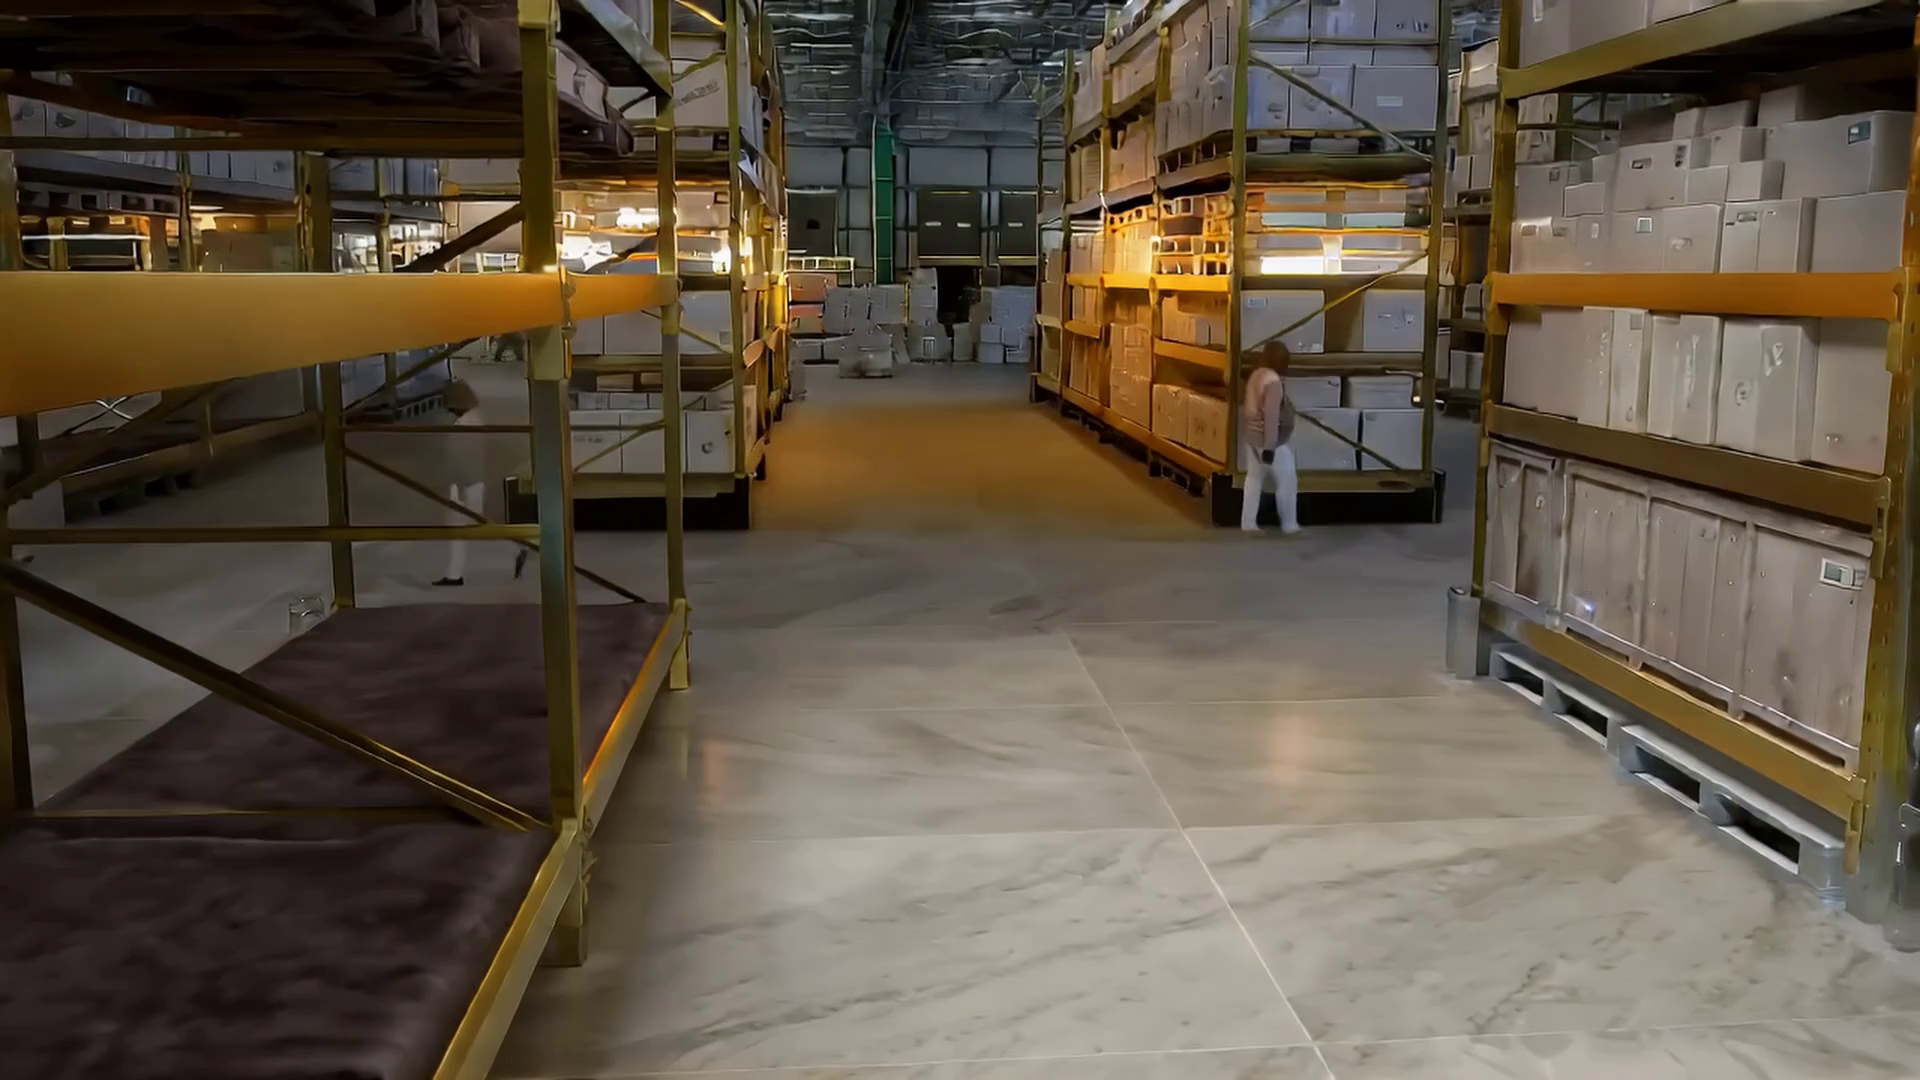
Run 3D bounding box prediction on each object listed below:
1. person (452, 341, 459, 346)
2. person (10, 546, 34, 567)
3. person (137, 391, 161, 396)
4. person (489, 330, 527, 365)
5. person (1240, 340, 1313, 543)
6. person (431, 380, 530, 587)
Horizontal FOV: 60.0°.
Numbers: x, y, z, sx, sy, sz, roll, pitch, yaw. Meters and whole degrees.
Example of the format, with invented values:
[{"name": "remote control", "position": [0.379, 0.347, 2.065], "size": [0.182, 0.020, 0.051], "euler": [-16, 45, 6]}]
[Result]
[{"name": "person", "position": [-16.955, -7.464, 55.944], "size": [0.356, 1.938, 0.638], "euler": [-5, 10, -27]}, {"name": "person", "position": [-8.006, -0.548, 13.408], "size": [0.885, 1.642, 0.550], "euler": [2, 9, 12]}, {"name": "person", "position": [-16.300, -3.858, 33.478], "size": [0.541, 1.896, 1.016], "euler": [5, 10, 28]}, {"name": "person", "position": [-12.101, -5.688, 44.477], "size": [1.057, 2.000, 0.696], "euler": [-1, 9, -4]}, {"name": "person", "position": [2.882, -0.880, 14.981], "size": [0.747, 1.816, 0.641], "euler": [-2, 9, -10]}, {"name": "person", "position": [-3.726, -0.432, 12.806], "size": [0.667, 1.608, 0.507], "euler": [0, 9, 3]}]
